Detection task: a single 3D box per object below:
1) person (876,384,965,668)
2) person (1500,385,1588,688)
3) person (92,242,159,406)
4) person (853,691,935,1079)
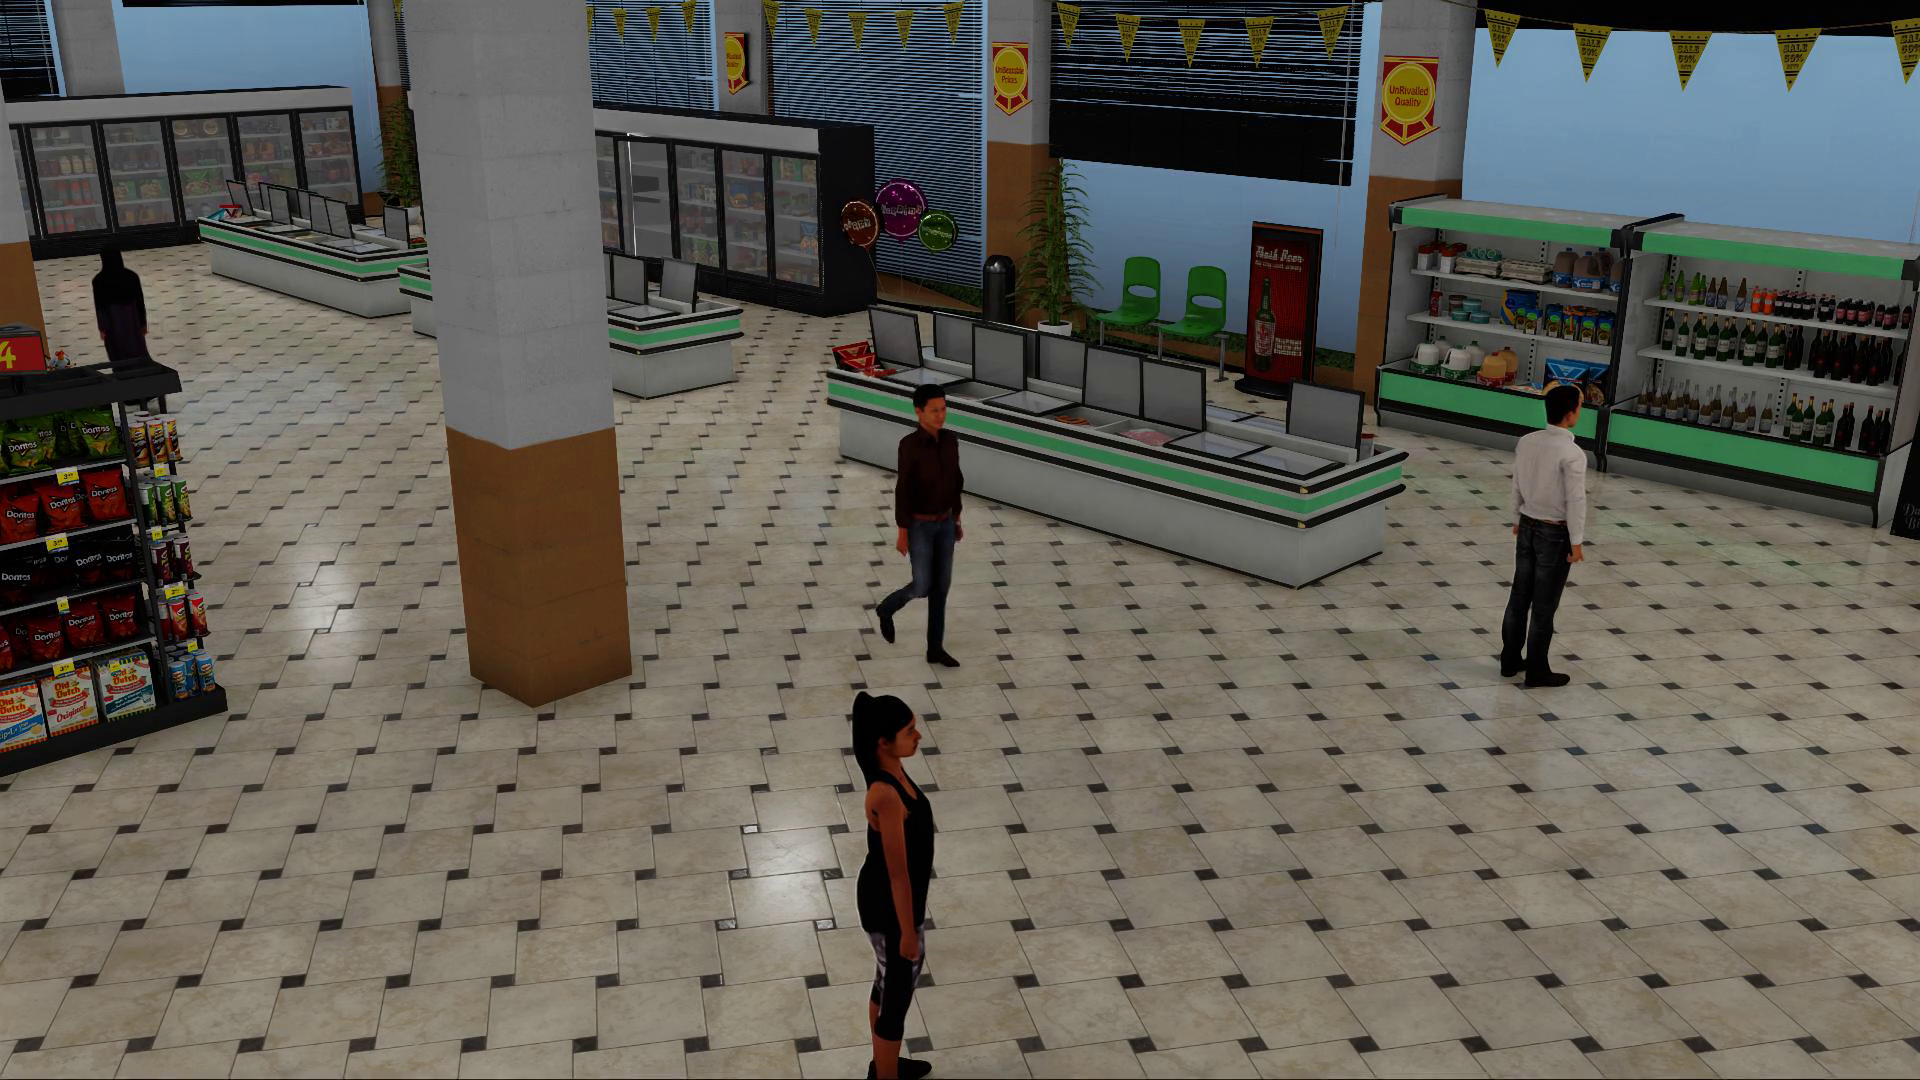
[{"bbox_3d":[-0.251,-0.100,10.073,0.644,1.767,0.841,-18,25,-42],"label":"person"},{"bbox_3d":[3.439,-0.029,9.794,0.795,1.810,0.612,-9,21,-24],"label":"person"},{"bbox_3d":[-8.152,-2.082,16.204,0.648,1.605,0.845,-14,23,-36],"label":"person"},{"bbox_3d":[-0.244,1.315,6.042,0.719,1.662,0.632,-2,19,-7],"label":"person"}]
